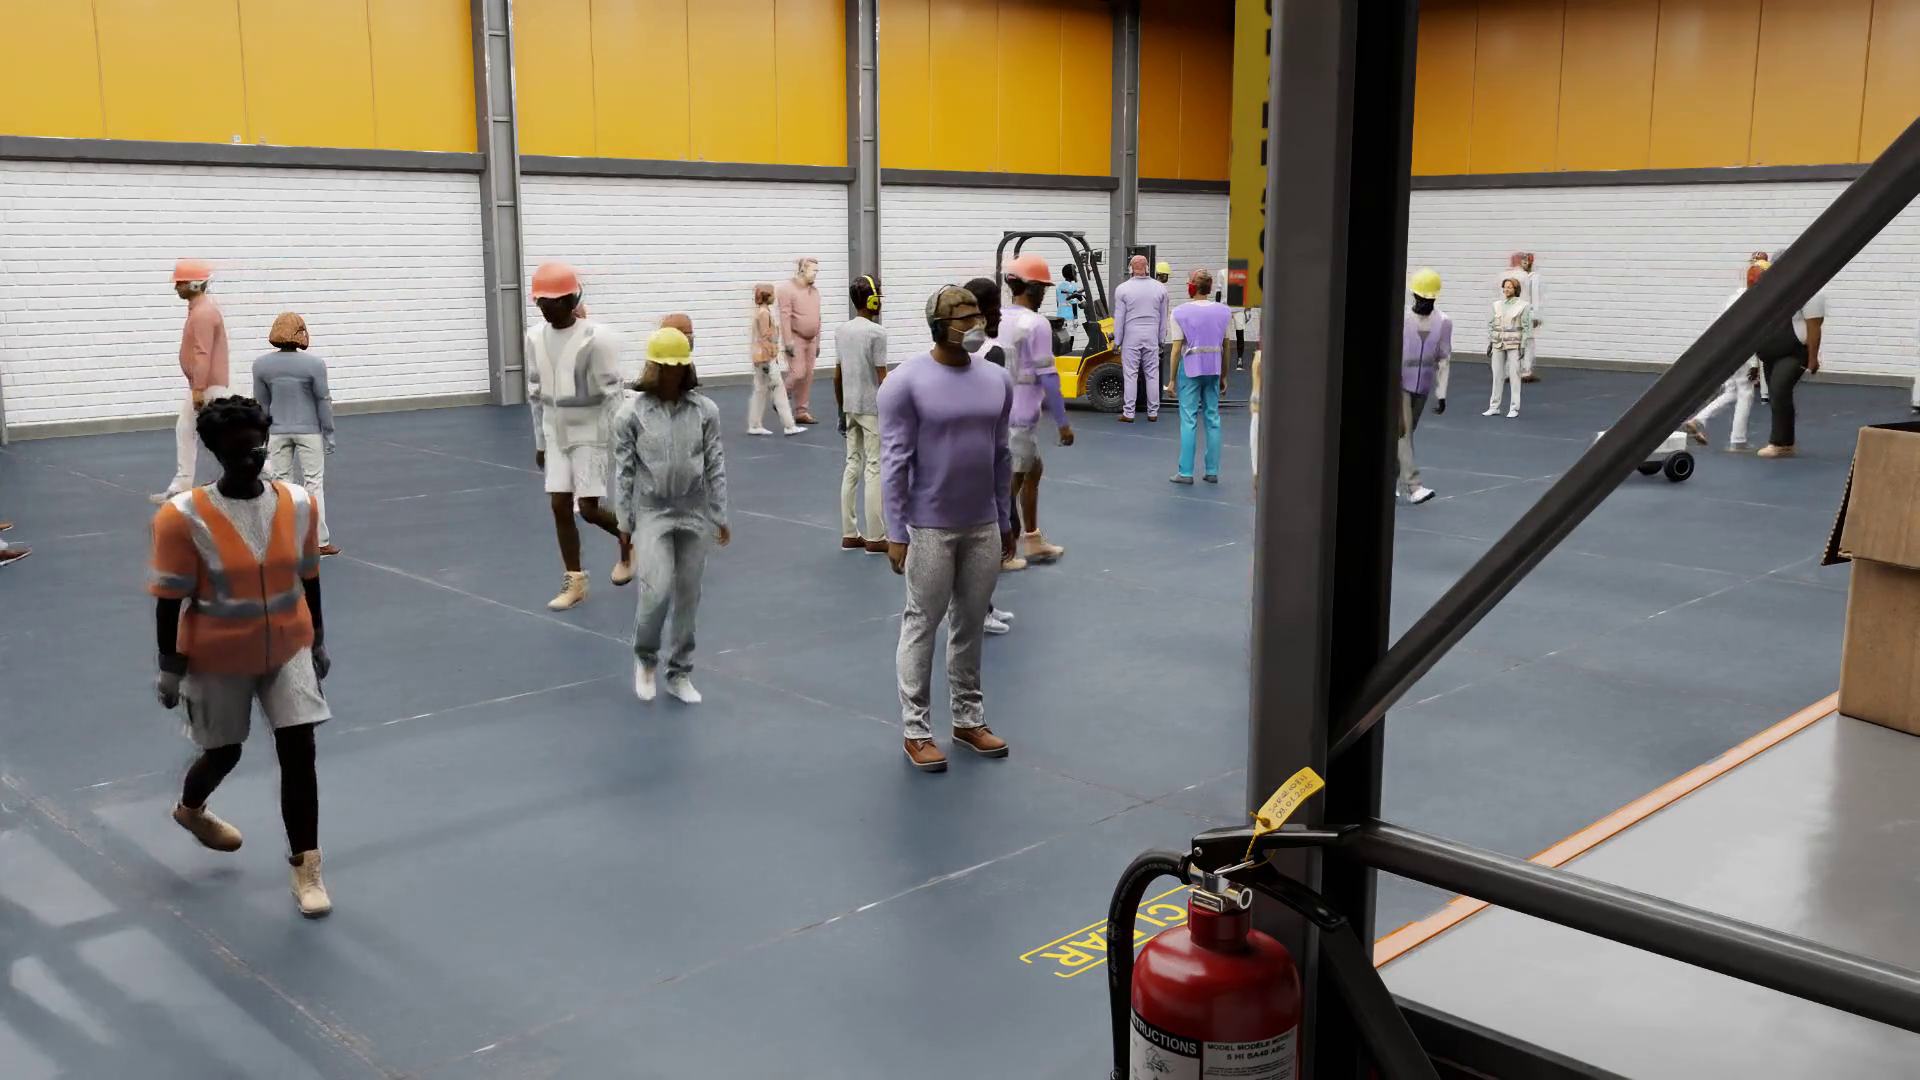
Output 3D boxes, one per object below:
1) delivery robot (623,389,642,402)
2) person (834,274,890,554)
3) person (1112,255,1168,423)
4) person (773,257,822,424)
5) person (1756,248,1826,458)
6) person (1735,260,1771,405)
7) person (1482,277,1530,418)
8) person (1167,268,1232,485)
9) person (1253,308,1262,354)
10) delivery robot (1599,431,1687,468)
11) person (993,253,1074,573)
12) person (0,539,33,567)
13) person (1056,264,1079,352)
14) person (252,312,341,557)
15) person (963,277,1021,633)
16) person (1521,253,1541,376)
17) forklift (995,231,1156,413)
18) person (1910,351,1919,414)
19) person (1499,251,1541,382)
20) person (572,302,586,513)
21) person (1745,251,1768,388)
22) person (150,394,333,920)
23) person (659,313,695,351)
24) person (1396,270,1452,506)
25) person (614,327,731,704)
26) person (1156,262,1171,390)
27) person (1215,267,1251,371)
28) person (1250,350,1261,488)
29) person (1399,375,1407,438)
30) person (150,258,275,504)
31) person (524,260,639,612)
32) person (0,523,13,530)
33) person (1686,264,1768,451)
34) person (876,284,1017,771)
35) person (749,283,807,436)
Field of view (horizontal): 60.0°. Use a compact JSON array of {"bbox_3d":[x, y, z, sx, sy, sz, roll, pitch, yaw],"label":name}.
[{"bbox_3d":[-3.382,-1.586,18.594,0.707,0.478,0.477,-6,12,-30],"label":"delivery robot"},{"bbox_3d":[-0.630,-0.836,11.196,0.519,1.862,0.331,10,14,44],"label":"person"},{"bbox_3d":[2.044,-2.289,19.013,0.639,1.902,0.406,-2,11,-13],"label":"person"},{"bbox_3d":[-1.798,-2.238,18.766,0.449,1.883,0.676,7,13,35],"label":"person"},{"bbox_3d":[7.867,-1.814,16.033,0.693,2.000,0.704,-2,11,-13],"label":"person"},{"bbox_3d":[10.079,-2.619,21.021,0.586,1.822,0.403,5,11,24],"label":"person"},{"bbox_3d":[6.434,-2.259,19.546,0.308,1.645,0.514,-9,14,-41],"label":"person"},{"bbox_3d":[2.053,-1.392,14.256,0.569,1.849,0.384,-4,11,-19],"label":"person"},{"bbox_3d":[5.534,-4.115,29.443,0.532,1.727,0.904,-4,11,-20],"label":"person"},{"bbox_3d":[5.956,-0.840,14.525,0.707,0.478,0.477,-2,11,-12],"label":"delivery robot"},{"bbox_3d":[0.475,-0.795,10.566,0.844,2.010,0.626,-5,12,-26],"label":"person"},{"bbox_3d":[-6.364,-0.565,10.450,0.834,1.595,0.512,0,10,-2],"label":"person"},{"bbox_3d":[1.676,-3.419,25.725,0.316,1.695,0.542,-5,12,-26],"label":"person"},{"bbox_3d":[-4.385,-0.685,10.992,0.507,1.633,0.277,0,10,-1],"label":"person"},{"bbox_3d":[0.111,-0.444,8.926,0.479,1.909,0.646,-5,11,-25],"label":"person"},{"bbox_3d":[8.422,-3.346,24.855,0.468,1.866,0.616,0,10,-1],"label":"person"},{"bbox_3d":[1.222,-2.721,20.561,2.313,2.155,1.214,2,11,13],"label":"forklift"},{"bbox_3d":[11.733,-2.381,19.848,0.945,1.779,0.596,-7,13,-35],"label":"person"},{"bbox_3d":[8.157,-3.227,24.129,0.658,1.889,0.680,-4,11,-19],"label":"person"},{"bbox_3d":[-2.969,-1.030,12.853,0.307,1.641,0.513,-3,11,-14],"label":"person"},{"bbox_3d":[11.155,-3.089,23.358,0.652,1.906,0.402,-10,14,-42],"label":"person"},{"bbox_3d":[-2.322,0.341,5.327,0.564,1.655,0.778,-10,14,-44],"label":"person"},{"bbox_3d":[-1.852,-0.688,11.037,0.325,1.623,0.512,-3,11,-15],"label":"person"},{"bbox_3d":[3.613,-1.215,13.261,0.628,1.853,0.952,-3,11,-14],"label":"person"},{"bbox_3d":[-1.292,-0.094,7.521,0.491,1.727,0.374,-6,12,-30],"label":"person"},{"bbox_3d":[2.753,-2.952,22.991,0.318,1.768,0.523,-2,11,-13],"label":"person"},{"bbox_3d":[4.325,-3.663,26.319,0.605,1.966,0.367,4,11,19],"label":"person"},{"bbox_3d":[1.857,-0.448,8.973,0.567,1.899,0.922,3,11,15],"label":"person"},{"bbox_3d":[2.830,-0.872,11.498,0.506,1.830,0.484,10,14,43],"label":"person"},{"bbox_3d":[-5.966,-1.267,13.298,0.979,1.958,0.623,-6,12,-29],"label":"person"},{"bbox_3d":[-2.162,-0.601,9.551,0.616,2.007,0.731,5,12,26],"label":"person"},{"bbox_3d":[-7.176,-0.983,11.972,0.536,1.869,0.312,6,12,30],"label":"person"},{"bbox_3d":[7.609,-1.783,16.394,0.630,1.860,0.582,-1,10,-6],"label":"person"},{"bbox_3d":[-0.035,-0.052,6.707,0.635,1.939,0.366,-7,13,-35],"label":"person"},{"bbox_3d":[-1.949,-1.911,17.699,0.657,1.617,0.543,-3,11,-15],"label":"person"}]
